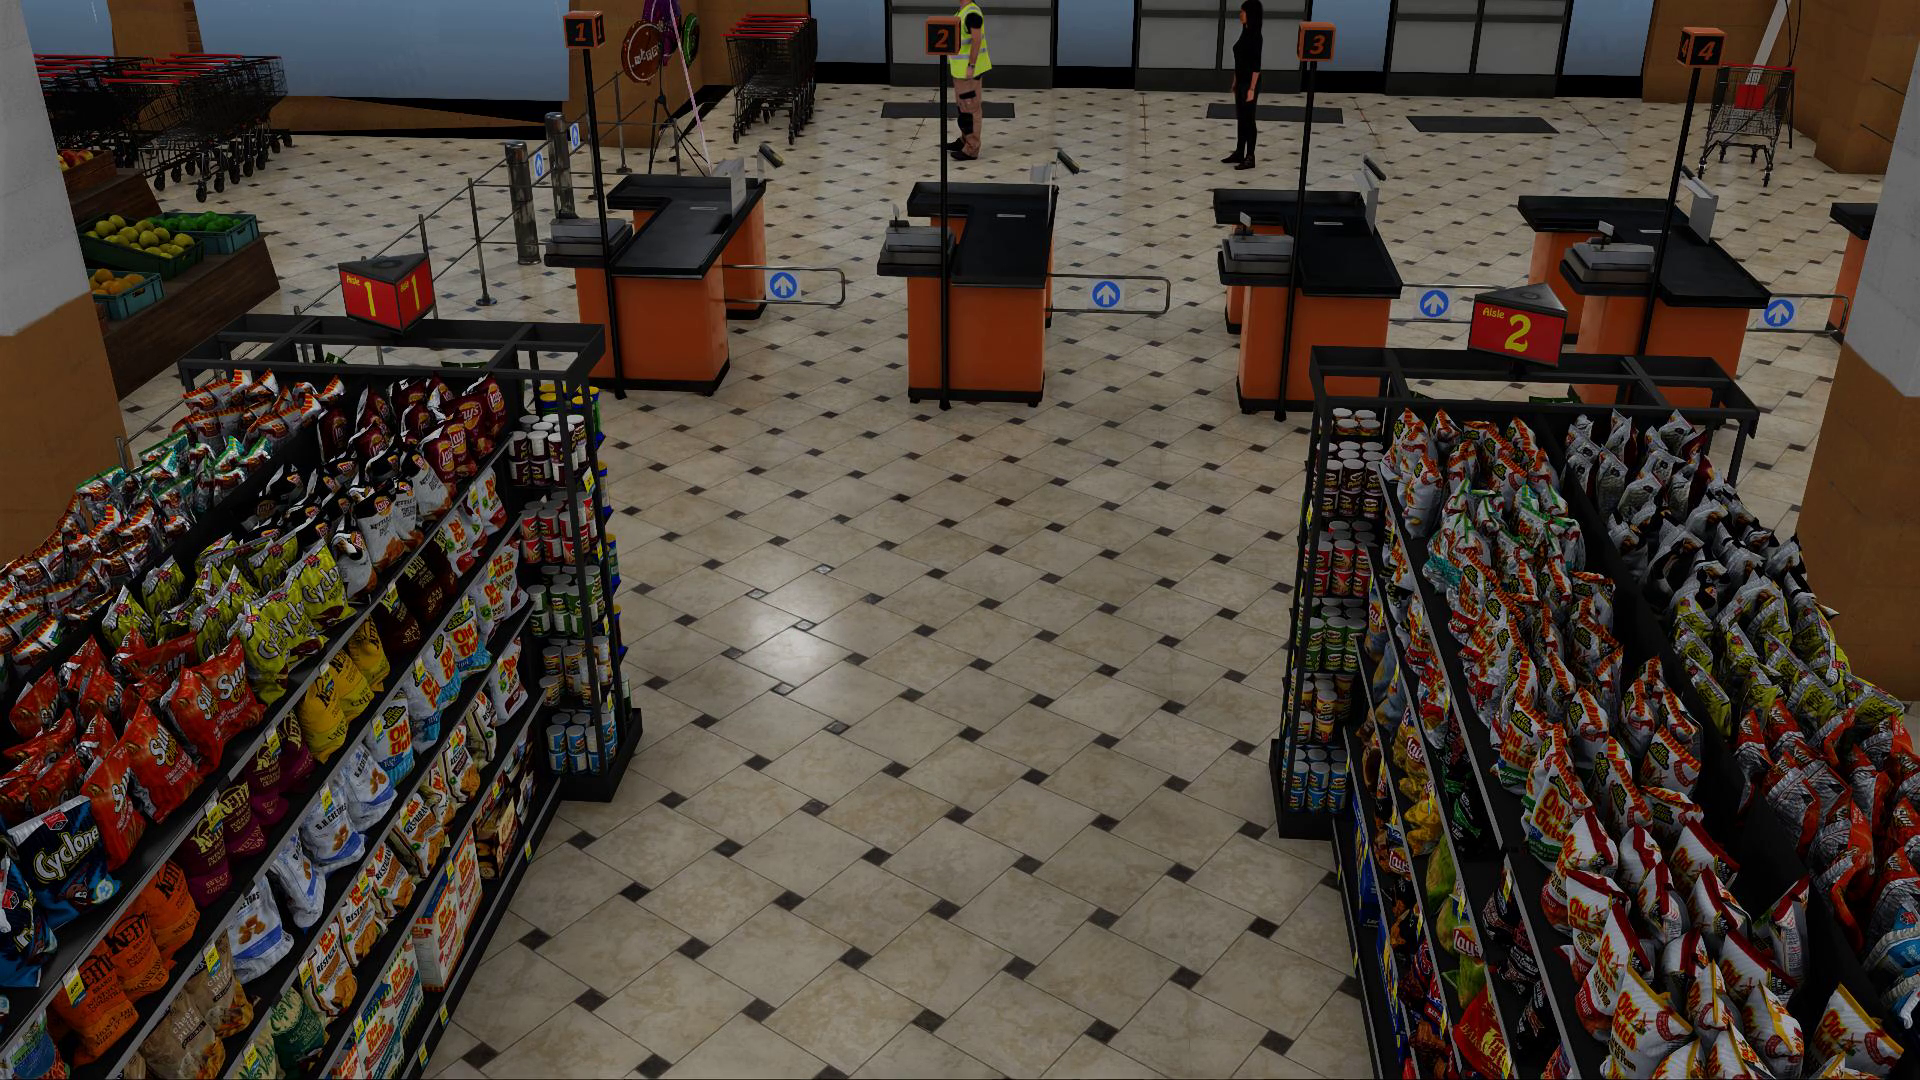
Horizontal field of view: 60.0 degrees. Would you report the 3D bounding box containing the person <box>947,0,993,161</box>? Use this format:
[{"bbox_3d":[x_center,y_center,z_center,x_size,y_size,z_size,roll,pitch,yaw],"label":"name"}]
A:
[{"bbox_3d":[0.062,-4.838,16.974,0.833,1.847,0.736,-4,27,-8],"label":"person"}]

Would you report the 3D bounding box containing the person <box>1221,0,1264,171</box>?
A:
[{"bbox_3d":[2.887,-4.572,16.674,0.707,1.642,0.561,-8,28,-15],"label":"person"}]
